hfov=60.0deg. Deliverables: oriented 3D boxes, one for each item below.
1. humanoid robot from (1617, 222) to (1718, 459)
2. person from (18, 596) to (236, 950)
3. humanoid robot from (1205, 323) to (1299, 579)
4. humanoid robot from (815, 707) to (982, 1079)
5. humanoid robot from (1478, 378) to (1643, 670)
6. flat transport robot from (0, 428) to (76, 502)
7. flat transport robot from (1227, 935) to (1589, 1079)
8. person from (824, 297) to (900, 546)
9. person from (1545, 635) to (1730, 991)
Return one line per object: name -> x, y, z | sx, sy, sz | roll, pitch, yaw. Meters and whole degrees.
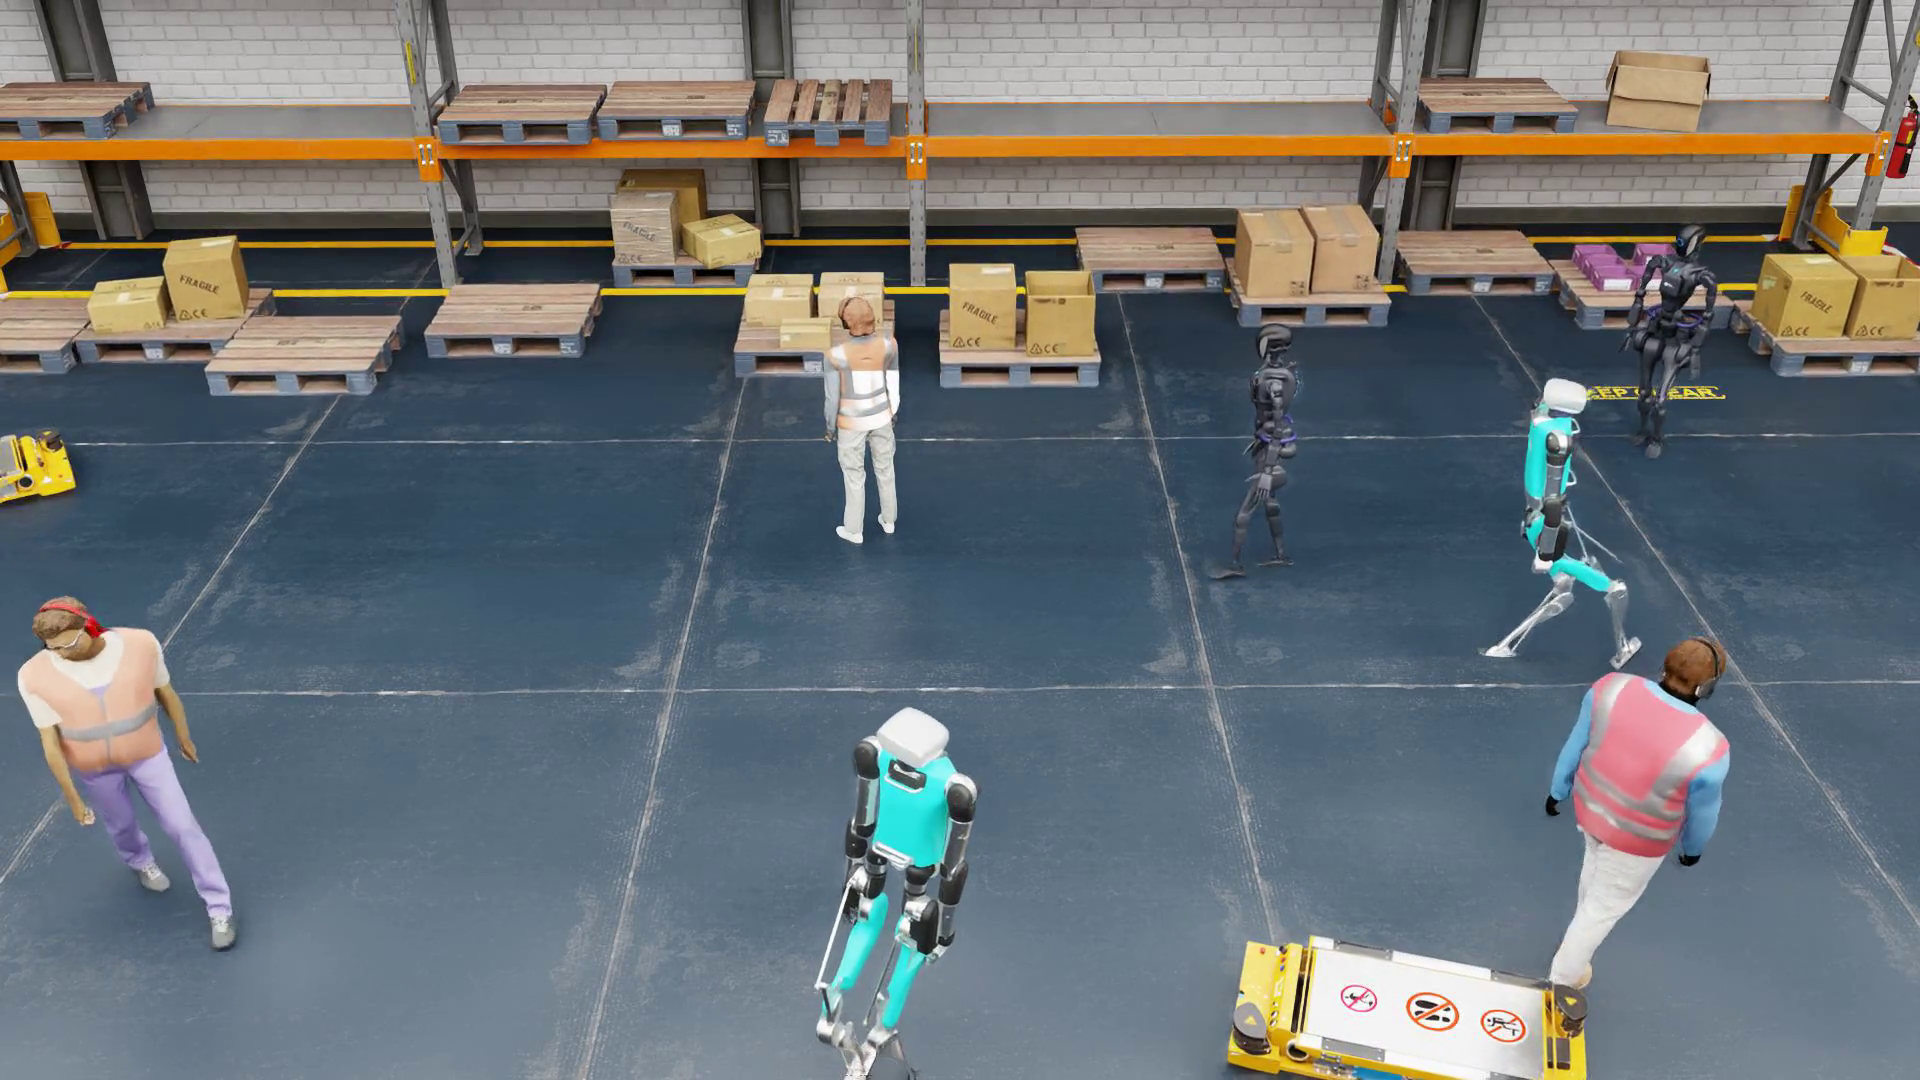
humanoid robot -> 4.810, -1.368, 11.322 | 0.431, 1.645, 0.603 | -23, 38, -33
person -> -3.686, 0.964, 7.330 | 0.573, 1.782, 0.823 | -16, 35, -25
humanoid robot -> 1.790, -0.532, 9.940 | 0.613, 1.637, 0.612 | 1, 31, 2
humanoid robot -> -0.328, 1.553, 6.415 | 0.560, 1.801, 0.813 | 18, 35, 27
humanoid robot -> 3.475, -0.040, 9.070 | 0.944, 1.764, 0.546 | 4, 31, 6
flat transport robot -> -6.703, -0.370, 11.027 | 1.431, 0.231, 0.659 | -17, 35, -26
flat transport robot -> 1.888, 2.050, 6.998 | 1.431, 0.231, 0.659 | 8, 32, 13
person -> -0.599, -0.730, 10.294 | 0.513, 1.640, 0.308 | -16, 34, -24
person -> 2.879, 1.151, 7.001 | 0.773, 1.805, 0.644 | -18, 35, -27
